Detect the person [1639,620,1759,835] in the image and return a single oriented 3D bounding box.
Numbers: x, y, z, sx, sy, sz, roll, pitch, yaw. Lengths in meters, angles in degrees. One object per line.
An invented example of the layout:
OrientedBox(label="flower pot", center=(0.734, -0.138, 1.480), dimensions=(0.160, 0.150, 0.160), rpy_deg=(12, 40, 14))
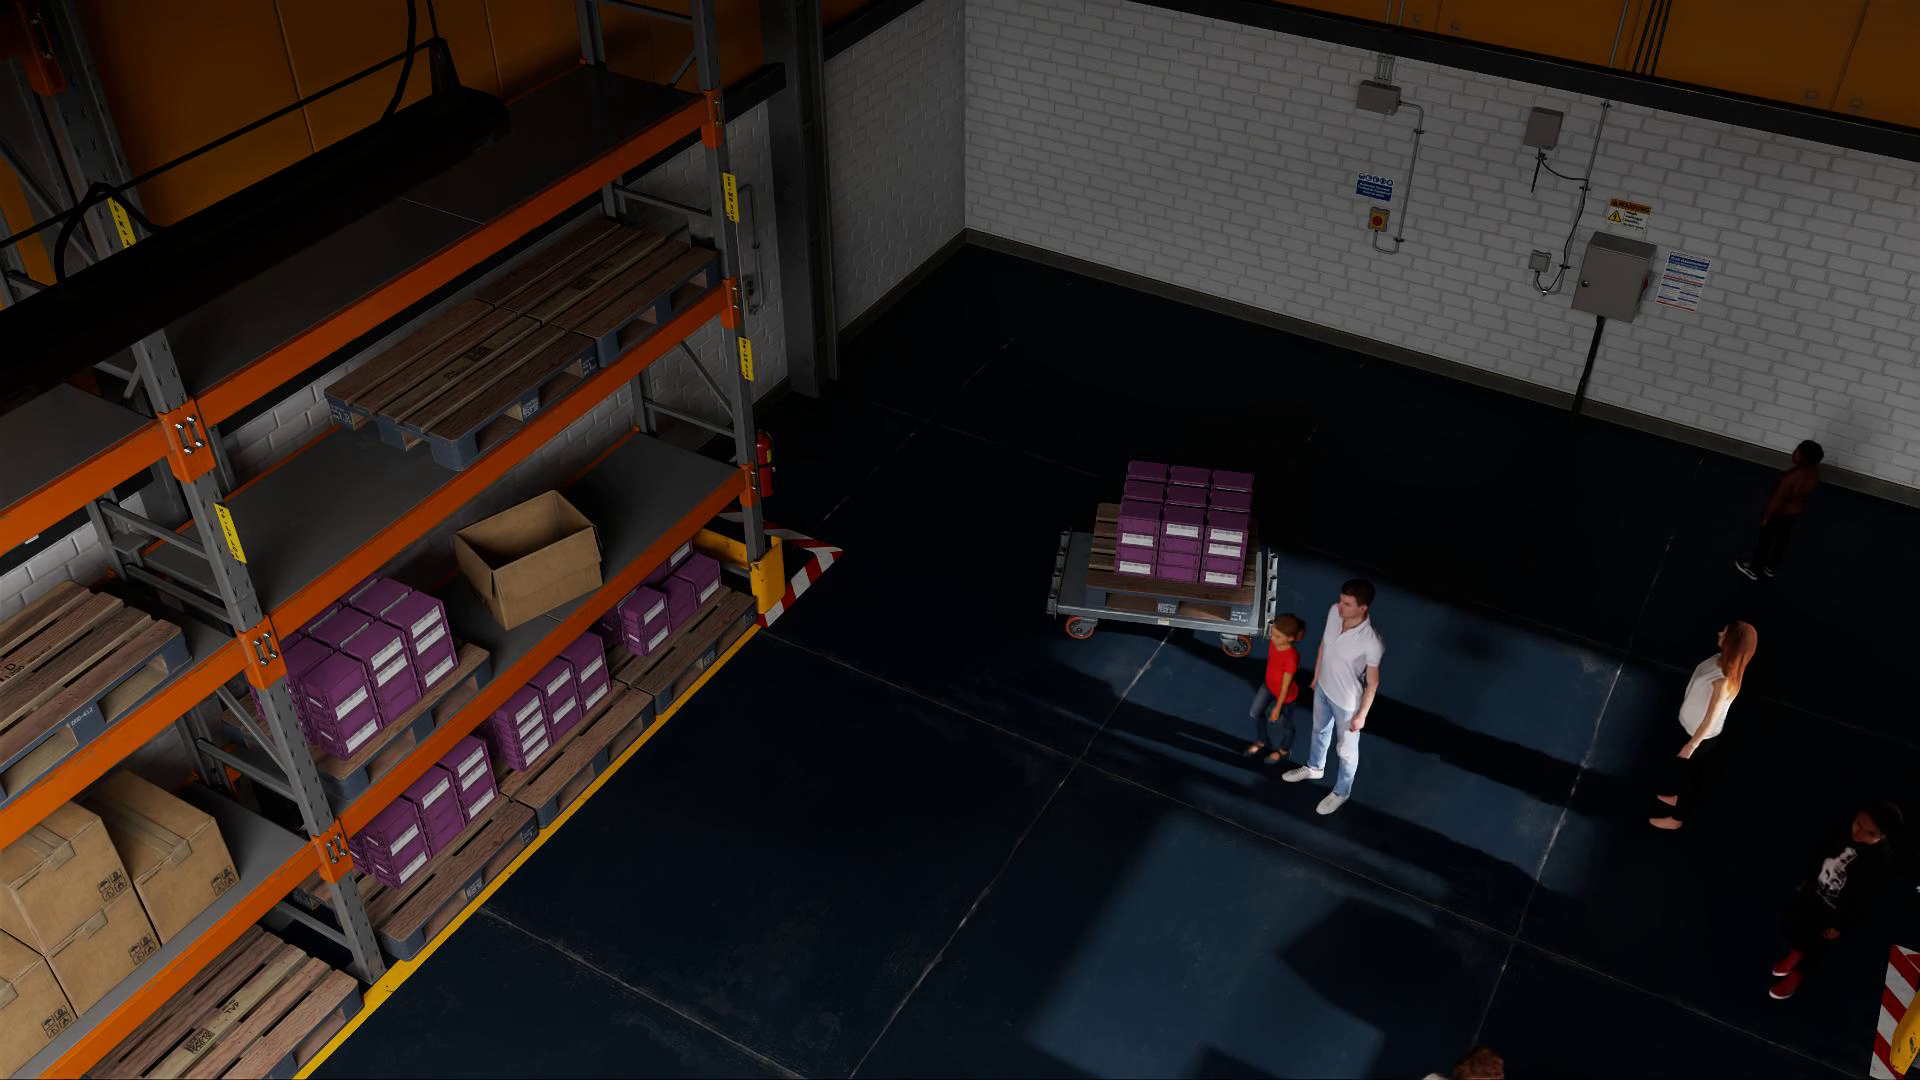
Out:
OrientedBox(label="person", center=(4.662, 1.168, 10.419), dimensions=(0.632, 1.722, 0.425), rpy_deg=(20, 43, 23))

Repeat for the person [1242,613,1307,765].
OrientedBox(label="person", center=(2.172, 0.976, 10.998), dimensions=(0.661, 1.299, 0.605), rpy_deg=(-16, 41, -19))

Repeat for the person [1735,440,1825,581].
OrientedBox(label="person", center=(6.246, -0.227, 12.540), dimensions=(0.596, 1.254, 0.672), rpy_deg=(-15, 41, -18))

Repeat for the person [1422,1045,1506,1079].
OrientedBox(label="person", center=(2.311, 3.041, 7.926), dimensions=(0.754, 1.905, 0.754), rpy_deg=(-20, 43, -23))

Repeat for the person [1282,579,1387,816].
OrientedBox(label="person", center=(2.426, 0.968, 10.566), dimensions=(0.743, 1.850, 0.732), rpy_deg=(-18, 42, -21))

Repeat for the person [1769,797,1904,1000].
OrientedBox(label="person", center=(5.006, 2.015, 9.409), dimensions=(0.761, 1.658, 0.715), rpy_deg=(-16, 41, -19))
